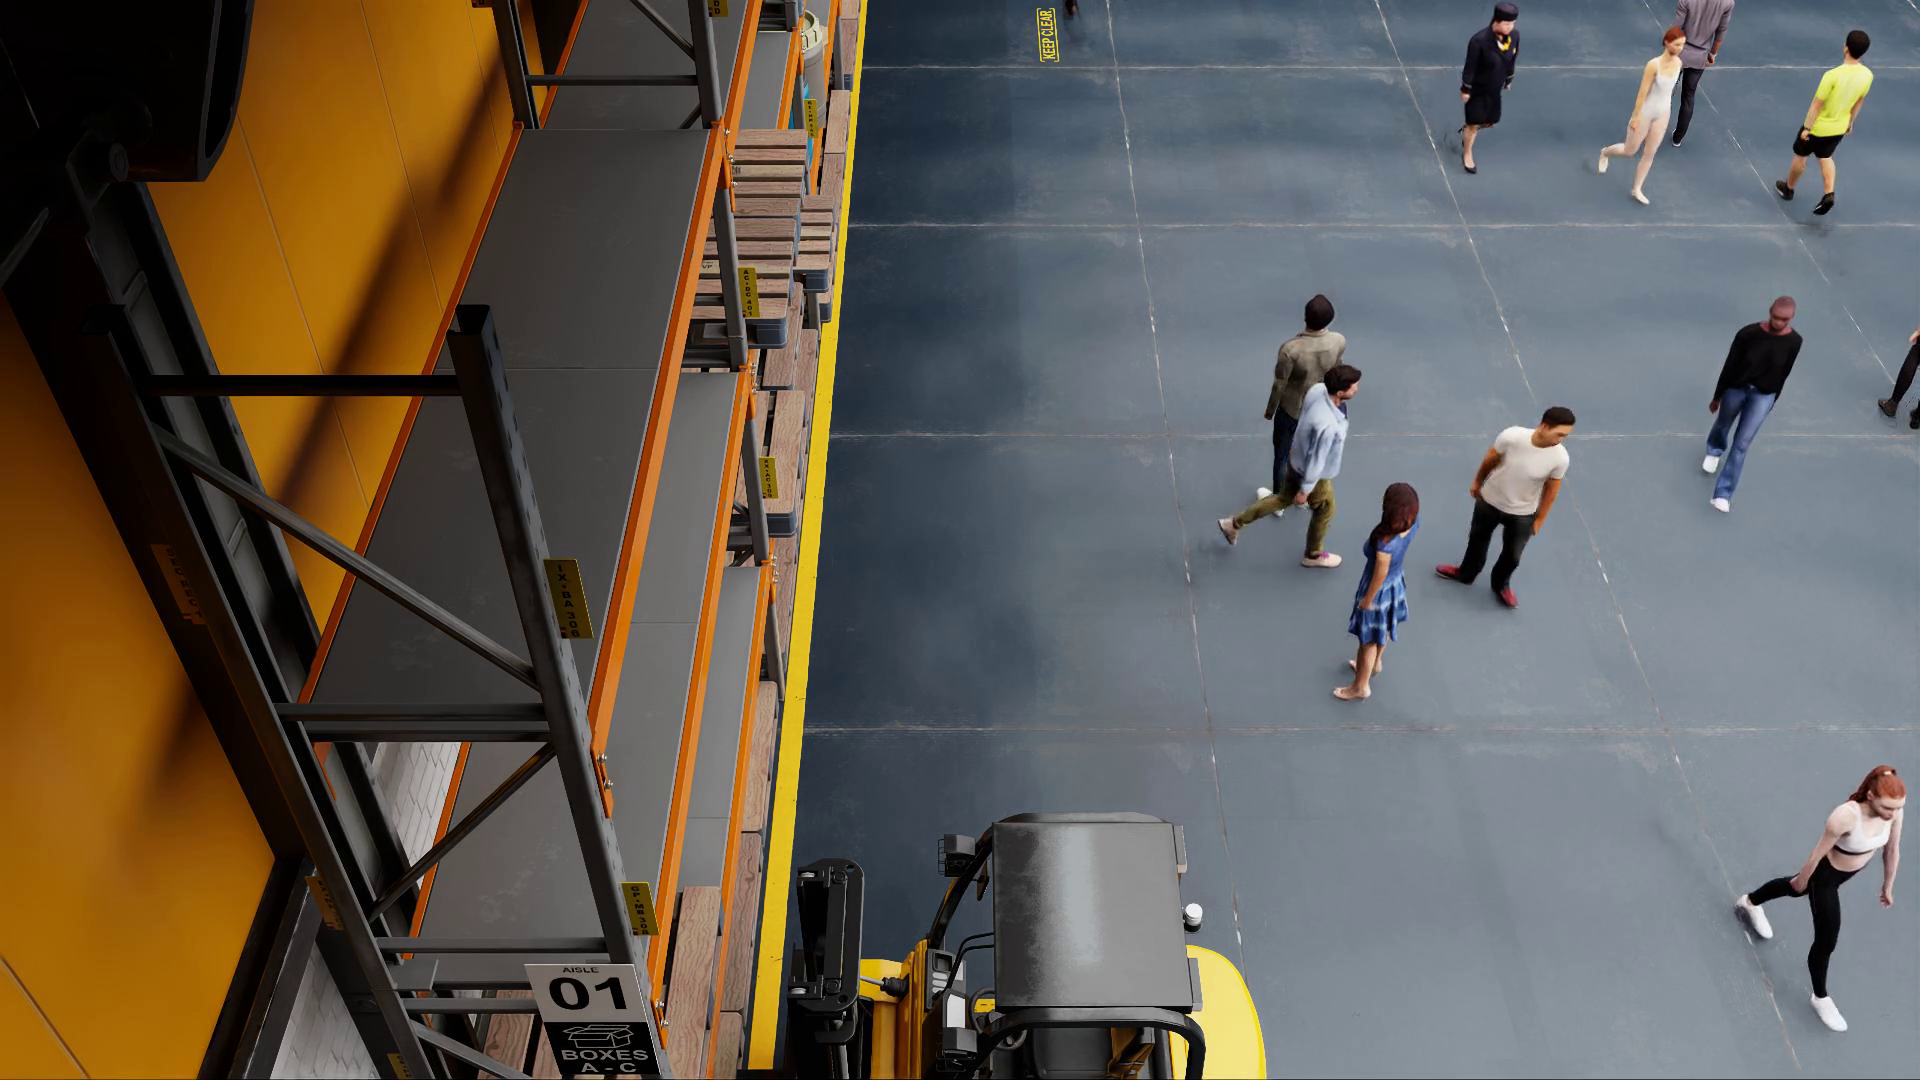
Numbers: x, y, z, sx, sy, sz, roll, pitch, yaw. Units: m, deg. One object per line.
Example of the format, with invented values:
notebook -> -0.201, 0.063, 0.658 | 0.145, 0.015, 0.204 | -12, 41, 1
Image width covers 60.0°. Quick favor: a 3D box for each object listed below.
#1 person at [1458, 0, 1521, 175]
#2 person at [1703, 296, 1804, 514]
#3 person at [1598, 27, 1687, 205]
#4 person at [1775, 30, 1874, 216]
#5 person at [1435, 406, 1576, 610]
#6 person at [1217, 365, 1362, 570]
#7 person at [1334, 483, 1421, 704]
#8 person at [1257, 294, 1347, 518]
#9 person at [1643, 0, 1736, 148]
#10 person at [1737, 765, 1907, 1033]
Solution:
person -> 4.855, -4.250, 15.497 | 0.808, 1.663, 0.824 | -11, 45, -12
person -> 5.761, -1.118, 12.181 | 0.884, 1.702, 1.191 | 15, 46, 15
person -> 6.237, -3.907, 15.162 | 0.741, 1.628, 0.956 | -14, 45, -14
person -> 7.809, -3.695, 14.896 | 0.653, 1.689, 0.954 | -3, 44, -3
person -> 3.679, -0.295, 11.268 | 0.858, 1.769, 0.810 | 34, 53, 31
person -> 2.314, -0.490, 11.475 | 0.728, 1.767, 1.053 | 1, 44, 1
person -> 2.660, 0.331, 10.586 | 0.819, 1.805, 0.709 | 24, 49, 23
person -> 2.442, -0.938, 11.875 | 0.771, 1.864, 0.697 | -13, 45, -13
person -> 6.887, -4.591, 15.717 | 0.681, 1.853, 0.548 | 3, 44, 3
person -> 4.744, 1.772, 9.154 | 0.850, 1.693, 1.239 | -12, 45, -12
